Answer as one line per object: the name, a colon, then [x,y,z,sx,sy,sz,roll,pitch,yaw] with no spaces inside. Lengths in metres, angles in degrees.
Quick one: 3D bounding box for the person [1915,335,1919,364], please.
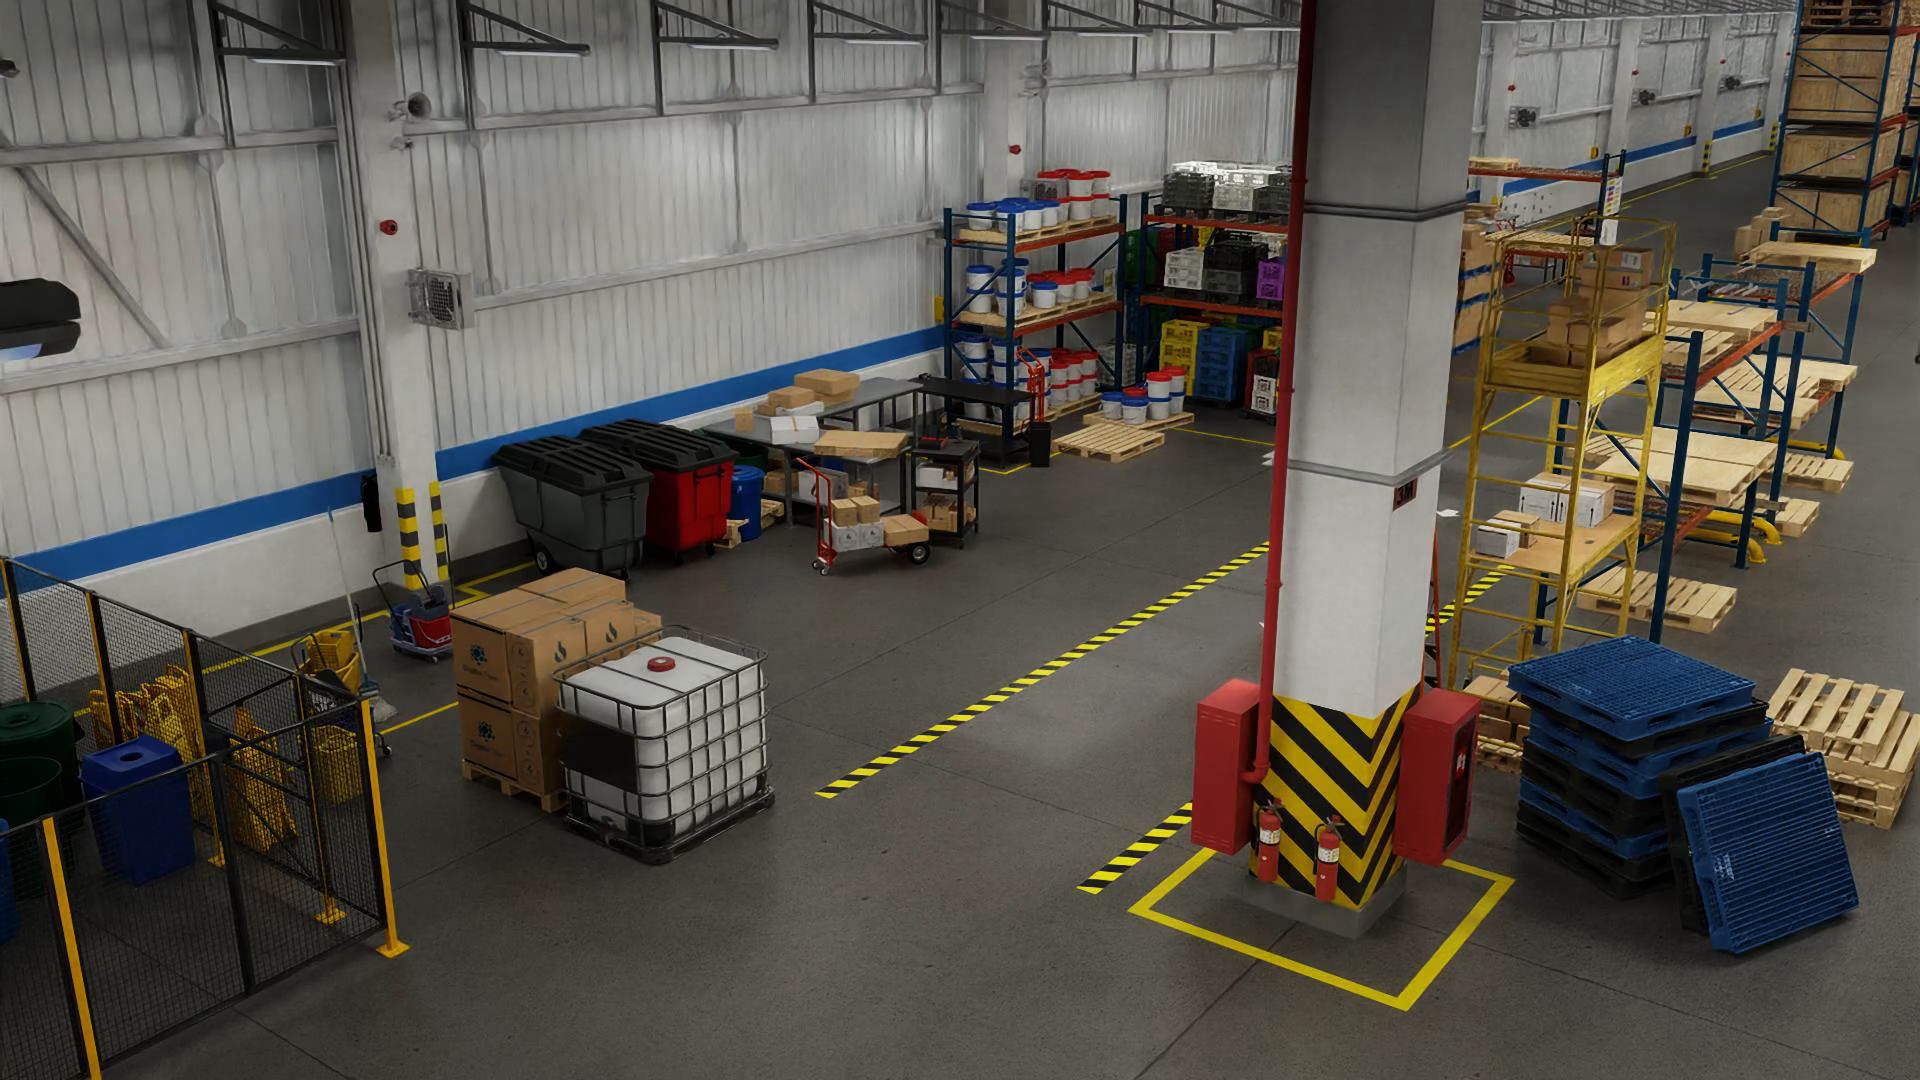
person: [13.663,-2.637,23.241,0.572,1.897,0.903,5,19,14]
